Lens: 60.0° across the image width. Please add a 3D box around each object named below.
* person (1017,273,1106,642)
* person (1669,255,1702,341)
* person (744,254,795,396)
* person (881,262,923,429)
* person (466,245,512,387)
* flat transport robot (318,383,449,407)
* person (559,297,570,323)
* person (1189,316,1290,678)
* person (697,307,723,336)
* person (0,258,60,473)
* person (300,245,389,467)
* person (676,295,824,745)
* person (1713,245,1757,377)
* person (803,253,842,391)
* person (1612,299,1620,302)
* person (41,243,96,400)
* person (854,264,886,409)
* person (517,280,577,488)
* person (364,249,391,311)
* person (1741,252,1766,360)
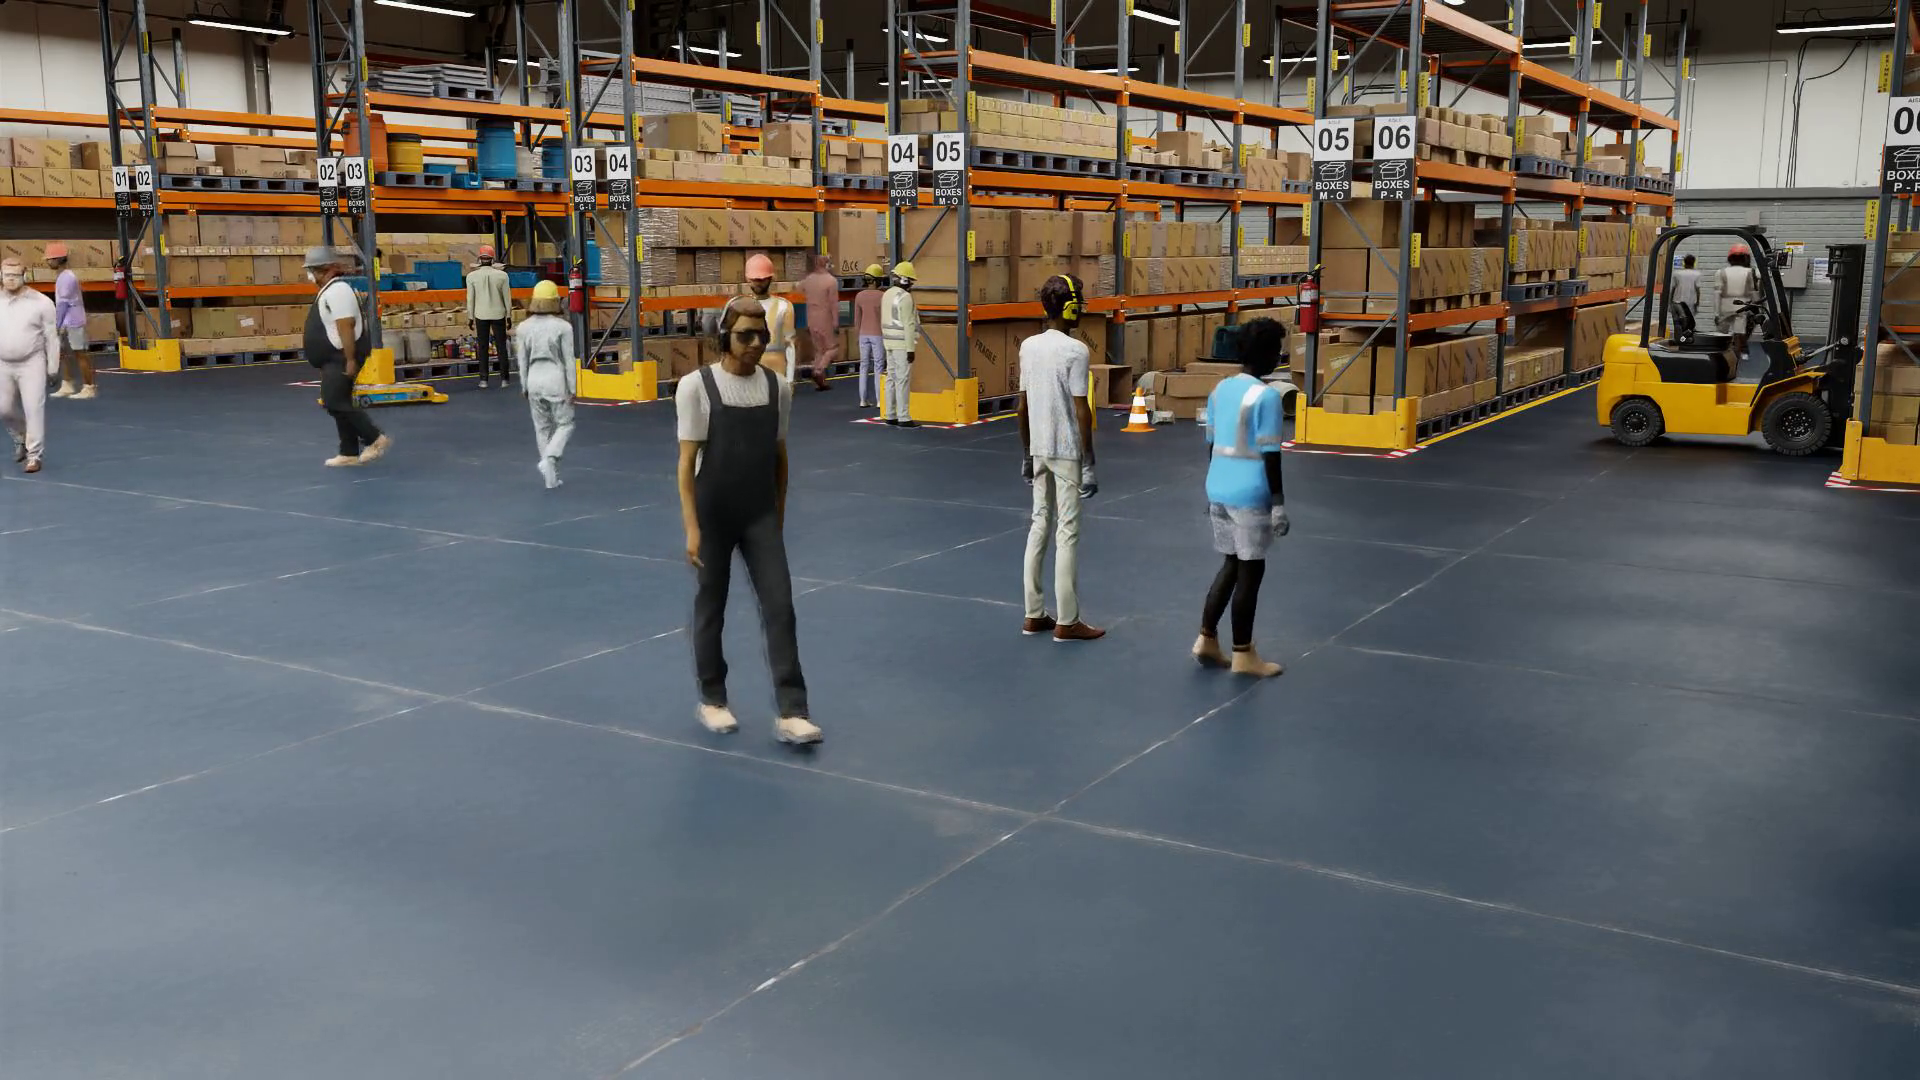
[{"bbox_3d":[0.514,-0.416,8.498,0.322,1.871,0.531,-9,13,-40],"label":"person"},{"bbox_3d":[13.173,-4.263,30.251,0.538,1.809,1.011,5,11,27],"label":"person"},{"bbox_3d":[-1.609,-1.338,13.479,0.551,1.932,0.378,0,10,0],"label":"person"},{"bbox_3d":[-0.643,-2.121,18.191,0.404,1.820,0.591,-6,12,-29],"label":"person"},{"bbox_3d":[-6.624,-3.147,23.442,0.610,1.996,0.378,-3,10,-15],"label":"person"},{"bbox_3d":[-7.223,-1.820,20.842,1.431,0.197,0.652,-7,12,-35],"label":"flat transport robot"},{"bbox_3d":[-7.193,-4.361,30.758,0.603,1.809,0.649,6,12,29],"label":"person"},{"bbox_3d":[1.310,-0.195,7.777,0.343,1.696,0.571,-3,11,-18],"label":"person"},{"bbox_3d":[-3.702,-3.439,25.282,0.622,1.932,0.369,0,10,3],"label":"person"},{"bbox_3d":[-8.361,-1.557,14.803,0.669,1.892,0.546,-3,10,-15],"label":"person"},{"bbox_3d":[-5.587,-1.652,14.944,0.583,2.000,0.723,-5,11,-24],"label":"person"},{"bbox_3d":[-0.865,-0.056,6.663,0.538,1.811,0.863,-6,12,-28],"label":"person"},{"bbox_3d":[11.831,-3.506,25.462,0.618,1.989,1.041,4,11,19],"label":"person"},{"bbox_3d":[-1.878,-2.966,22.733,0.675,1.888,0.461,9,14,41],"label":"person"},{"bbox_3d":[12.288,-4.384,31.406,0.527,1.619,0.501,-5,11,-28],"label":"person"},{"bbox_3d":[-11.527,-2.788,21.364,0.687,2.016,0.601,-7,12,-34],"label":"person"},{"bbox_3d":[-1.056,-2.492,20.418,0.524,1.769,0.326,7,12,35],"label":"person"},{"bbox_3d":[-3.376,-1.254,13.590,0.503,1.729,0.601,2,10,10],"label":"person"},{"bbox_3d":[-11.476,-4.807,32.941,1.007,1.913,0.632,-9,14,-42],"label":"person"},{"bbox_3d":[13.770,-4.106,29.173,0.644,1.871,0.866,2,10,13],"label":"person"}]
